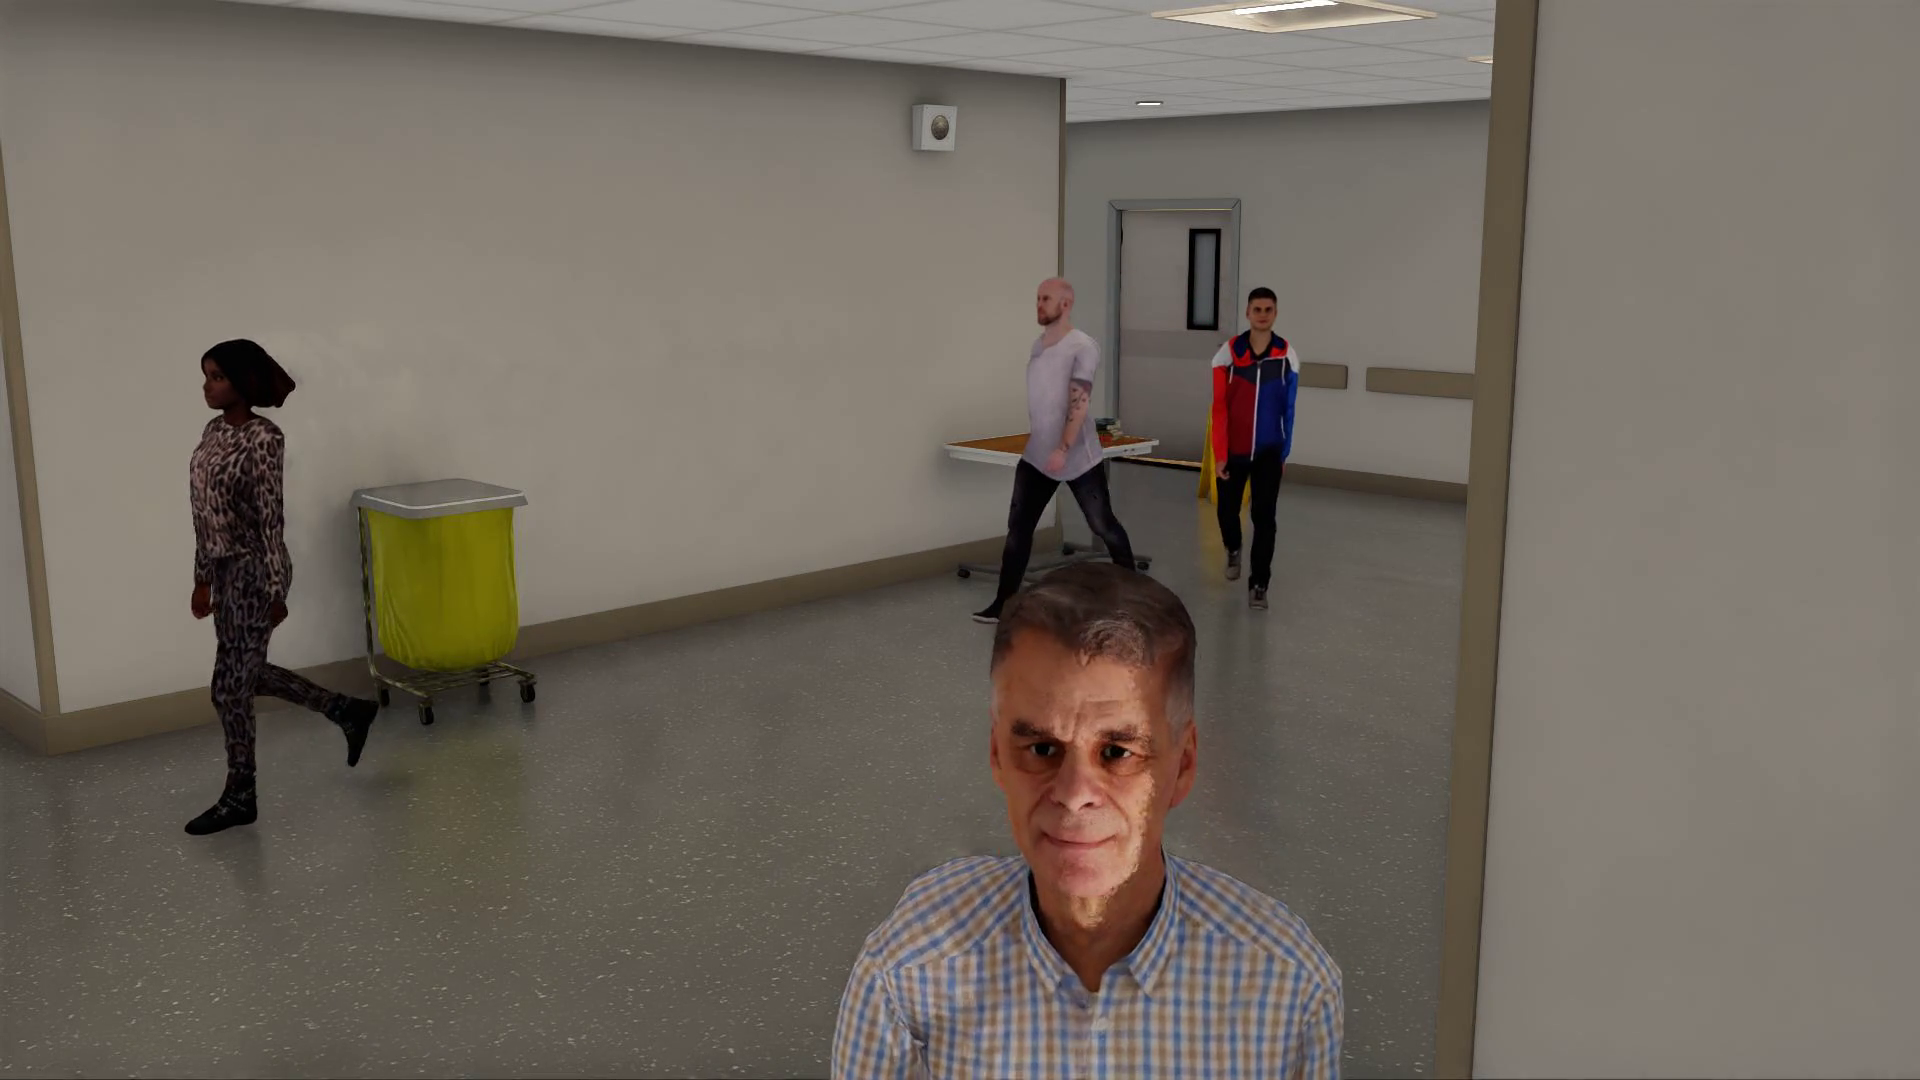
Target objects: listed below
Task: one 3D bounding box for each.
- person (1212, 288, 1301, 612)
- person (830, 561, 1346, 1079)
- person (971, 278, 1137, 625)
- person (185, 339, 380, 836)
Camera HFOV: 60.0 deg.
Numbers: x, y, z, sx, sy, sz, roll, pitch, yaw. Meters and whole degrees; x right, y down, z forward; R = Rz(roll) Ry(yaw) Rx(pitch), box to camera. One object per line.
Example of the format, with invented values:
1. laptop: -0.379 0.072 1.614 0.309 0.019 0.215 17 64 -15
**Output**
1. person: 1.609 -0.511 9.286 1.141 1.728 1.113 2 11 8
2. person: 0.131 0.897 1.717 1.198 1.783 1.179 2 11 10
3. person: 0.622 -0.418 8.644 0.778 1.785 1.192 -9 14 -39
4. person: -2.445 0.154 5.863 0.921 1.697 0.634 10 14 41
